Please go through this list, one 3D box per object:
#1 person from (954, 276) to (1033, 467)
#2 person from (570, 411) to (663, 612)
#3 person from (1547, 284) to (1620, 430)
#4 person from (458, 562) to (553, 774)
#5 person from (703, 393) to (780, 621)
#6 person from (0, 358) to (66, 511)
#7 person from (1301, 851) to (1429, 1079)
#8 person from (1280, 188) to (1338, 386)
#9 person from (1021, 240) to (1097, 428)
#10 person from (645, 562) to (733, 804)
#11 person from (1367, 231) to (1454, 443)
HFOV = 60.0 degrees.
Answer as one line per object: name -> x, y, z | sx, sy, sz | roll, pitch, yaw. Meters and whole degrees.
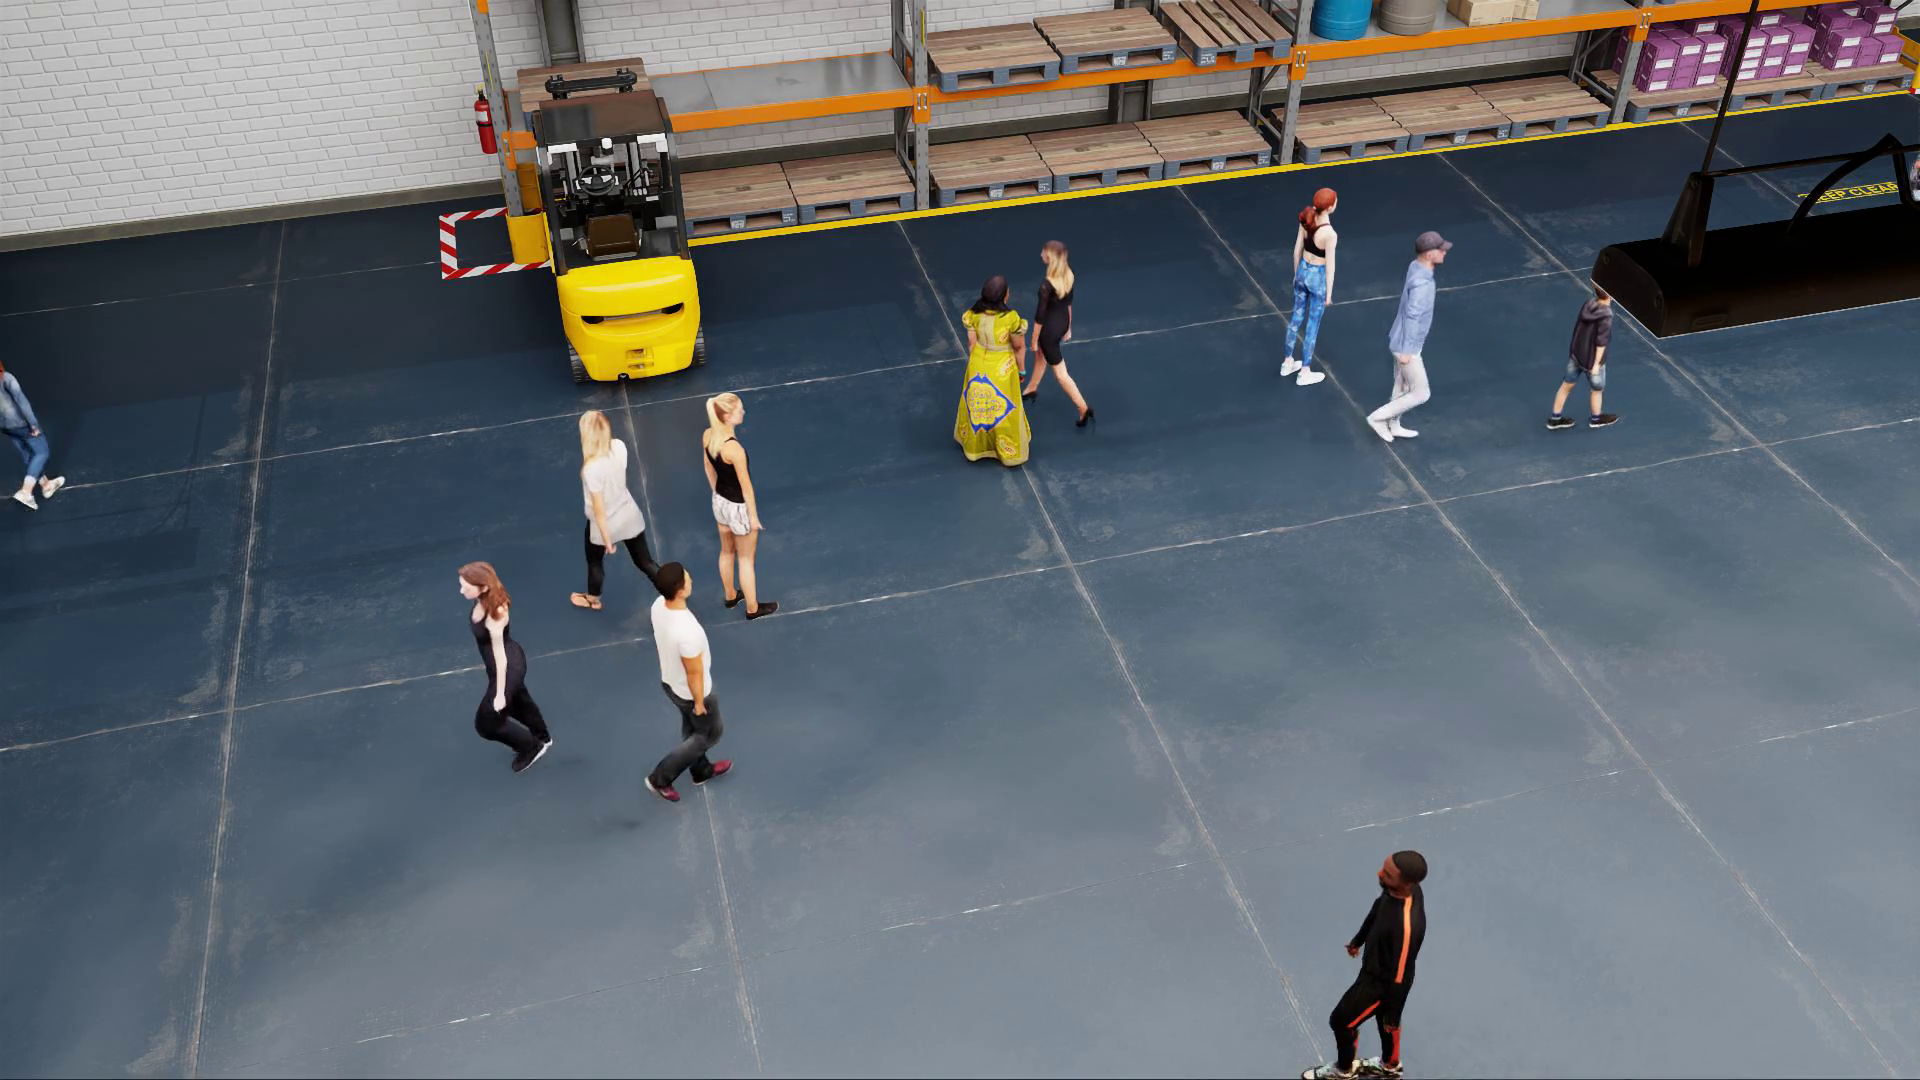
person -> 0.275, -1.338, 13.113 | 0.968, 1.660, 1.059 | 14, 41, 17
person -> -2.283, -0.096, 11.452 | 1.189, 1.782, 1.135 | 20, 43, 23
person -> 5.038, -1.496, 13.487 | 0.783, 1.430, 0.536 | -10, 40, -12
person -> -2.762, 0.791, 10.391 | 0.780, 1.720, 0.703 | -16, 41, -19
person -> -1.582, -0.241, 11.583 | 0.686, 1.845, 0.681 | -32, 48, -34
person -> -7.235, -0.860, 12.662 | 0.814, 1.464, 0.822 | 9, 39, 11
person -> 2.275, 2.240, 8.521 | 0.906, 1.789, 0.828 | 6, 39, 8
person -> 2.966, -2.147, 14.026 | 0.655, 1.784, 0.644 | -24, 44, -27
person -> 0.824, -1.627, 13.487 | 1.044, 1.635, 1.046 | 24, 44, 27
person -> -1.754, 0.907, 10.199 | 0.964, 1.788, 0.819 | -24, 45, -27
person -> 3.507, -1.596, 13.253 | 0.839, 1.877, 0.811 | 8, 39, 10
